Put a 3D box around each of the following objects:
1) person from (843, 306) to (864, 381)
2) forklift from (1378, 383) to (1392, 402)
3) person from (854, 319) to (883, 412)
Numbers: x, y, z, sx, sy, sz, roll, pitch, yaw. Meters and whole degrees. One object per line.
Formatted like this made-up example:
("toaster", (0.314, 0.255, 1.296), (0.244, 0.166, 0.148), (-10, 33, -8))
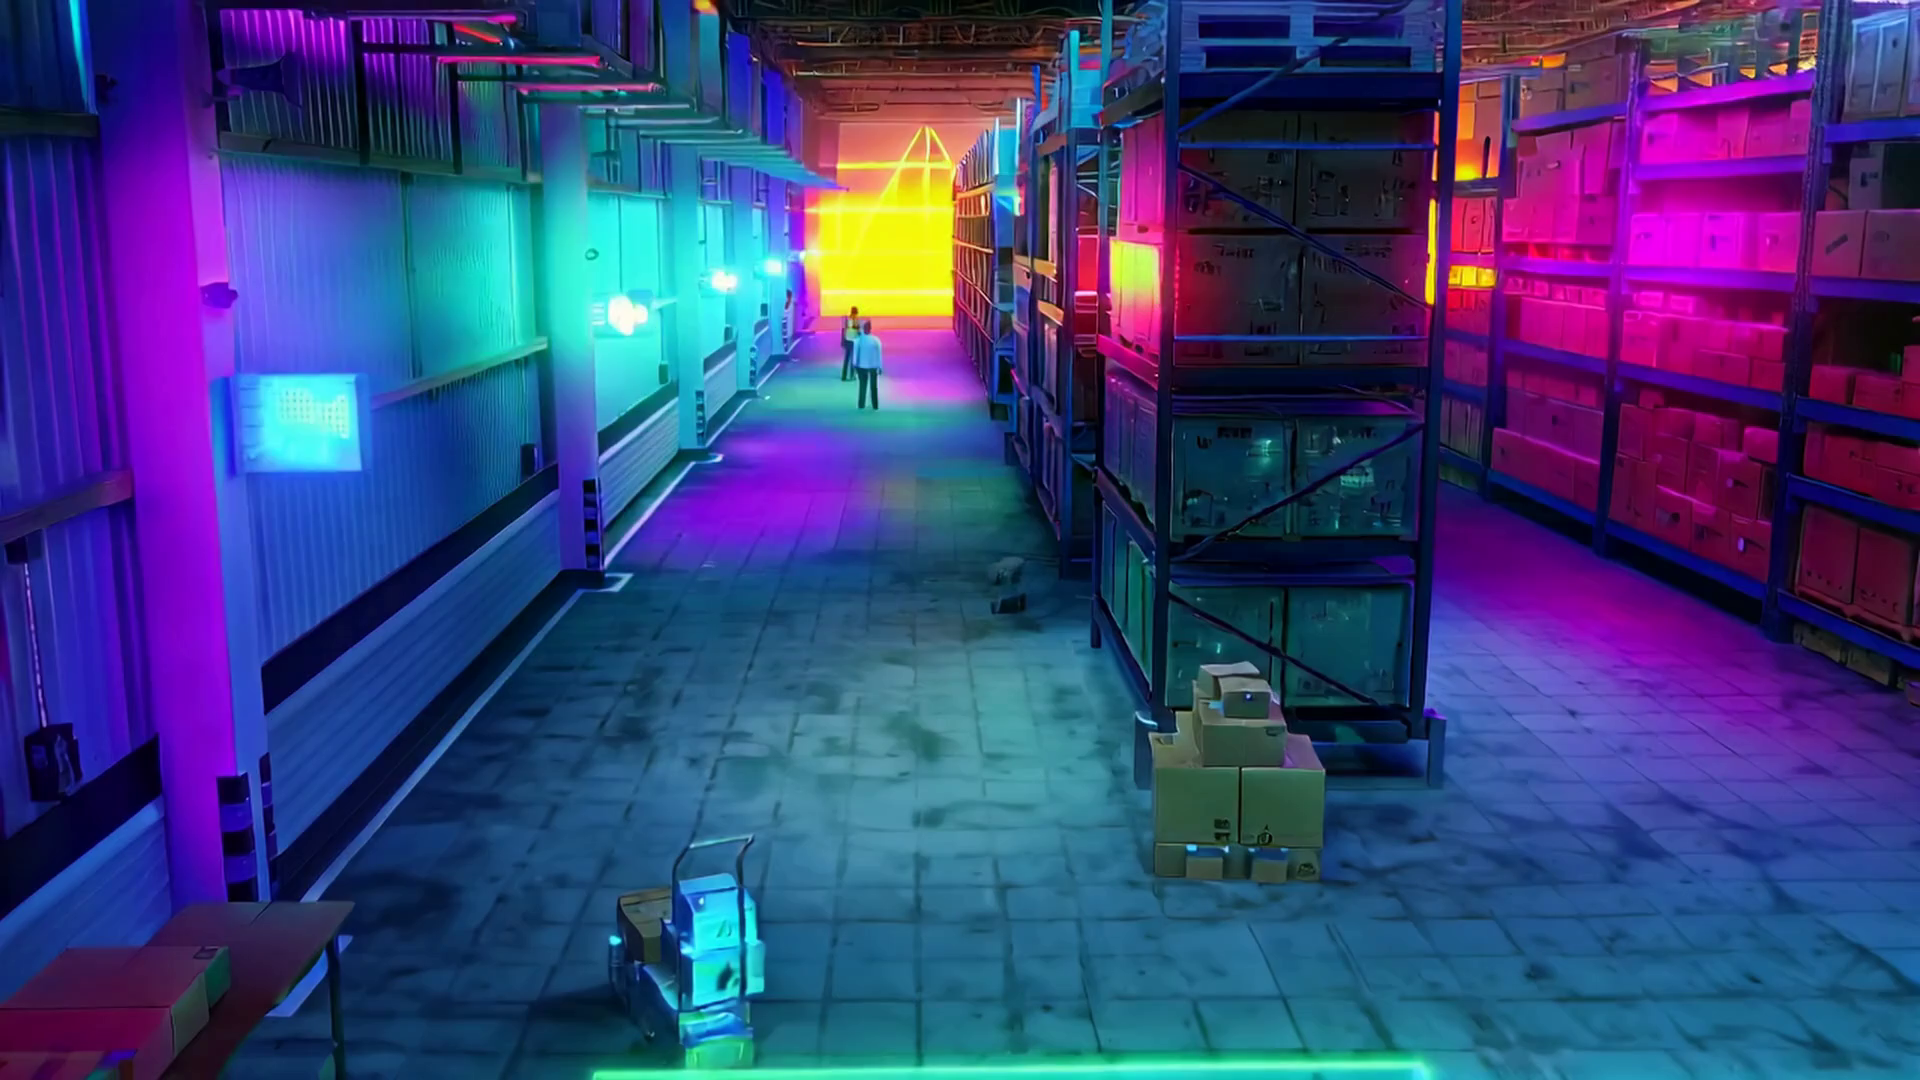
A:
("person", (-2.730, -5.025, 42.535), (0.598, 1.910, 0.382), (-6, 12, -27))
("forklift", (5.387, -1.668, 22.527), (1.129, 2.768, 1.873), (0, 11, -2))
("person", (-1.960, -3.707, 35.478), (0.617, 1.988, 0.402), (0, 11, 1))
